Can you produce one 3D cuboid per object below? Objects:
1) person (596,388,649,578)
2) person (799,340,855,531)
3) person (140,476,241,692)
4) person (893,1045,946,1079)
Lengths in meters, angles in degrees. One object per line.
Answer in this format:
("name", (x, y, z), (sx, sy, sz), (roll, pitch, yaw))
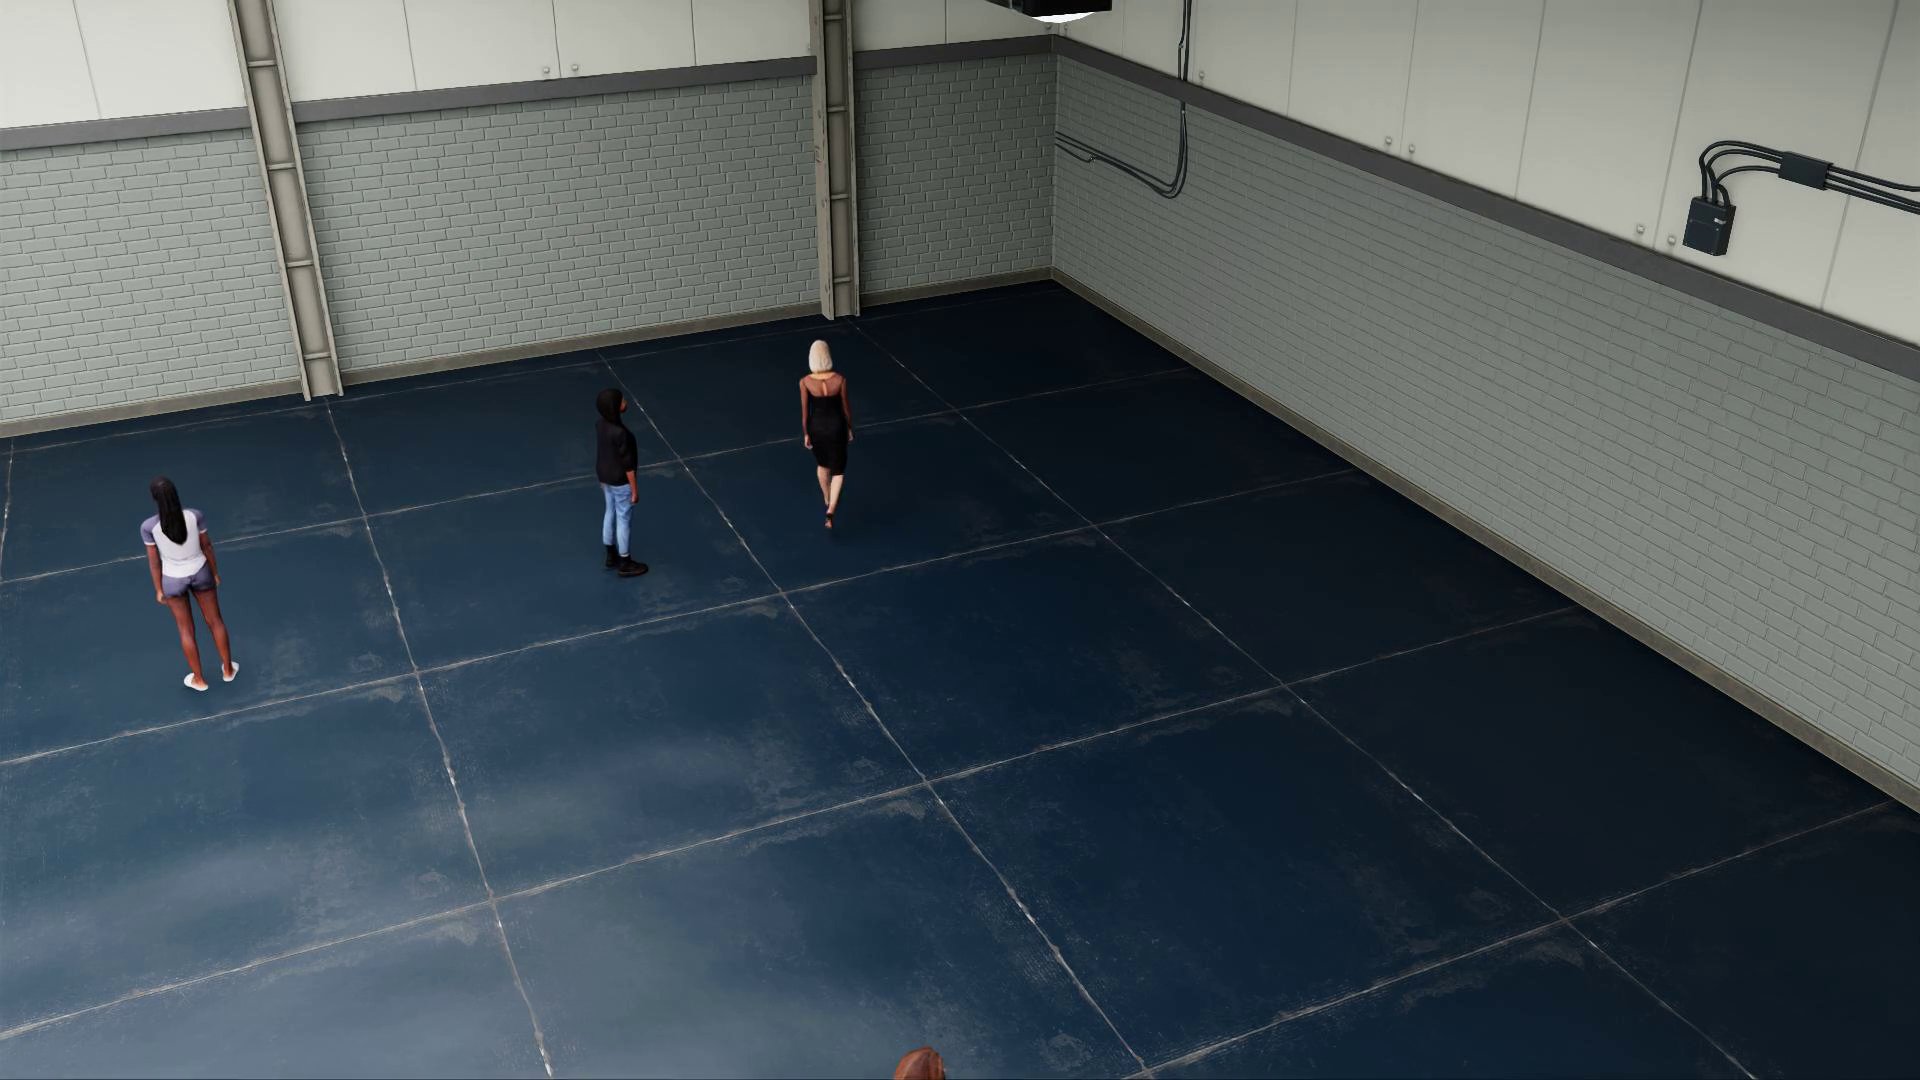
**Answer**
("person", (-2.890, -0.480, 13.976), (0.671, 1.698, 0.655), (24, 36, 39))
("person", (-1.171, -0.905, 14.780), (1.054, 1.719, 0.979), (2, 27, 3))
("person", (-5.768, 0.315, 12.406), (0.539, 1.723, 0.712), (-19, 33, -33))
("person", (-0.174, 2.919, 7.348), (0.545, 1.722, 0.615), (-15, 31, -27))
